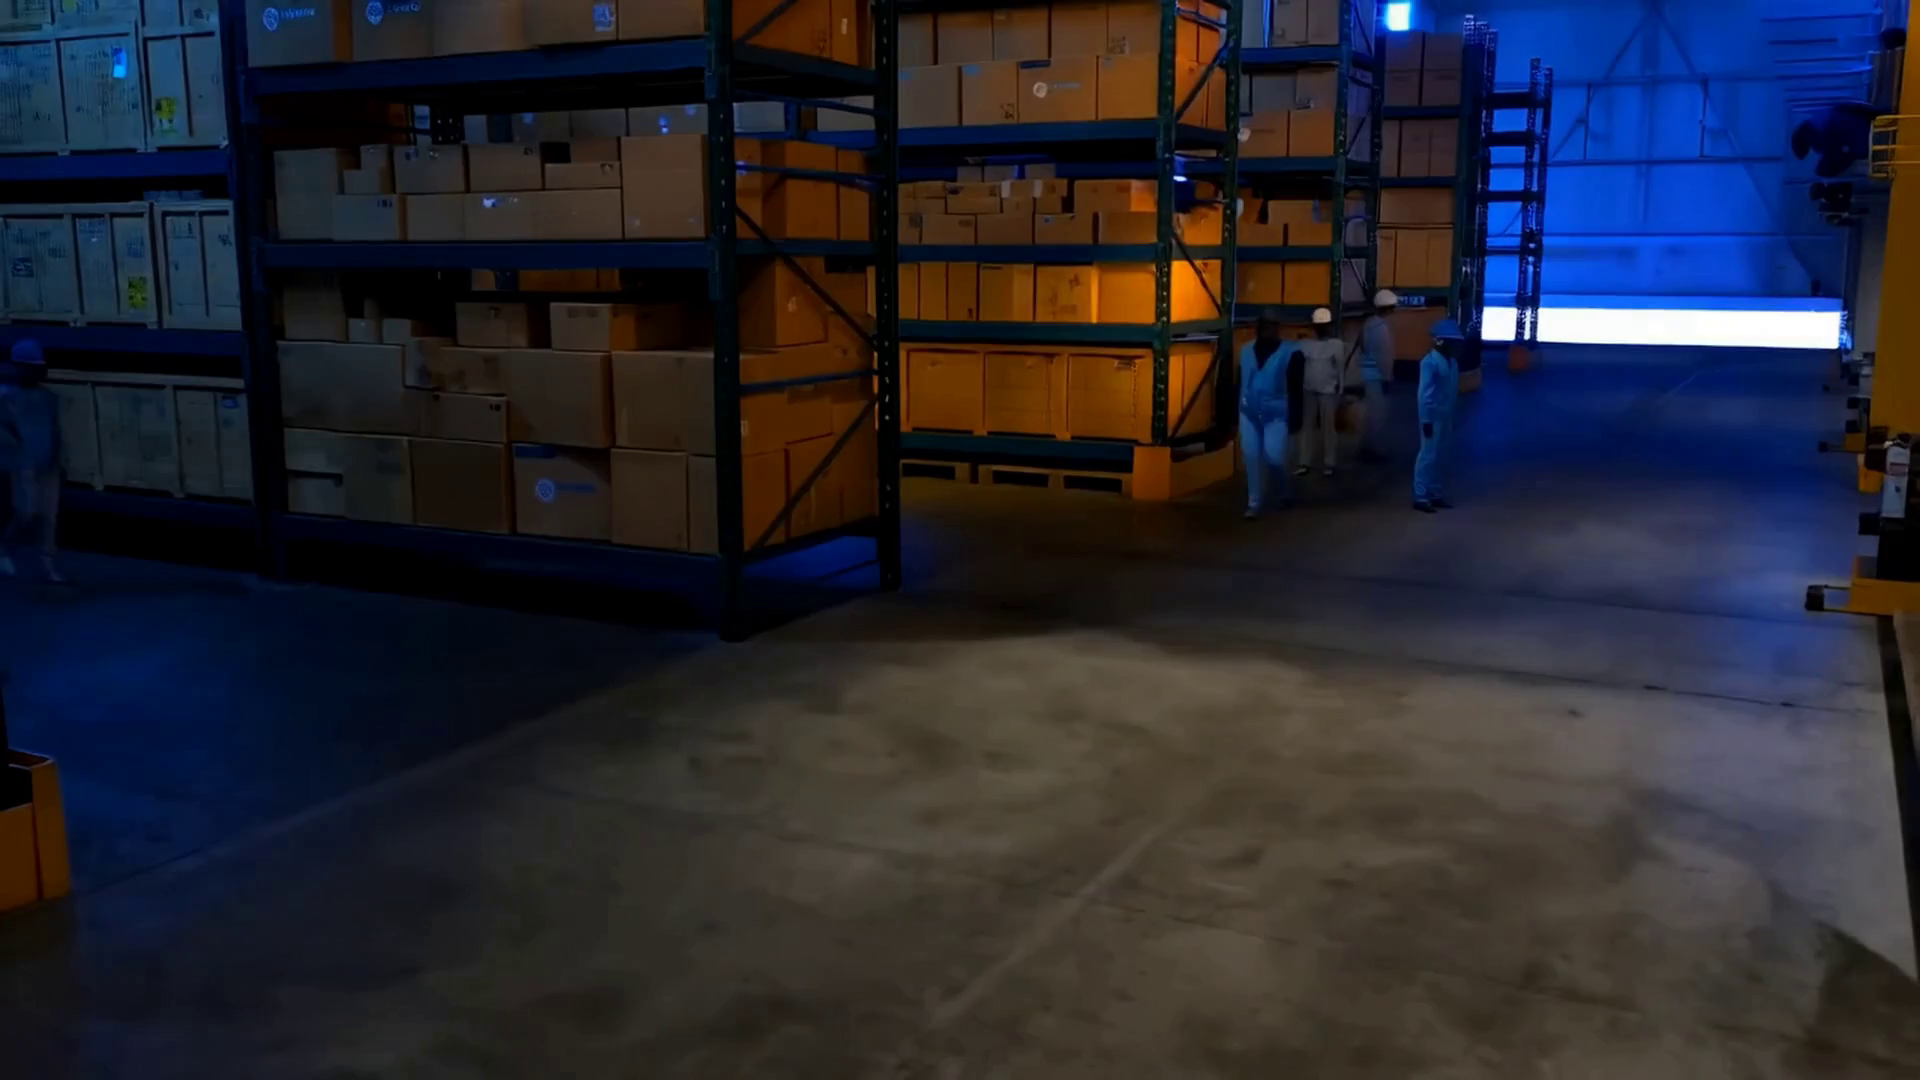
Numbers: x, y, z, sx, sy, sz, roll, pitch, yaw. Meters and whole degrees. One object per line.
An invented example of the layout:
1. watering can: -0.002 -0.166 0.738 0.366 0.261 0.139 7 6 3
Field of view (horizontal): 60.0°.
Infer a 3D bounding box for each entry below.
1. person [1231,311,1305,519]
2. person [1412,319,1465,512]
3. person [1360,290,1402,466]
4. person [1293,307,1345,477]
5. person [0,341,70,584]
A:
1. person: 2.713 -1.102 14.682 0.631 1.827 0.553 7 12 34
2. person: 4.355 -1.125 15.055 0.351 1.743 0.573 9 14 43
3. person: 4.630 -1.784 18.358 0.427 1.924 0.648 0 10 0
4. person: 3.754 -1.545 17.407 0.525 1.772 0.306 5 11 27
5. person: -6.510 -0.531 11.646 0.414 1.725 0.498 5 11 25
